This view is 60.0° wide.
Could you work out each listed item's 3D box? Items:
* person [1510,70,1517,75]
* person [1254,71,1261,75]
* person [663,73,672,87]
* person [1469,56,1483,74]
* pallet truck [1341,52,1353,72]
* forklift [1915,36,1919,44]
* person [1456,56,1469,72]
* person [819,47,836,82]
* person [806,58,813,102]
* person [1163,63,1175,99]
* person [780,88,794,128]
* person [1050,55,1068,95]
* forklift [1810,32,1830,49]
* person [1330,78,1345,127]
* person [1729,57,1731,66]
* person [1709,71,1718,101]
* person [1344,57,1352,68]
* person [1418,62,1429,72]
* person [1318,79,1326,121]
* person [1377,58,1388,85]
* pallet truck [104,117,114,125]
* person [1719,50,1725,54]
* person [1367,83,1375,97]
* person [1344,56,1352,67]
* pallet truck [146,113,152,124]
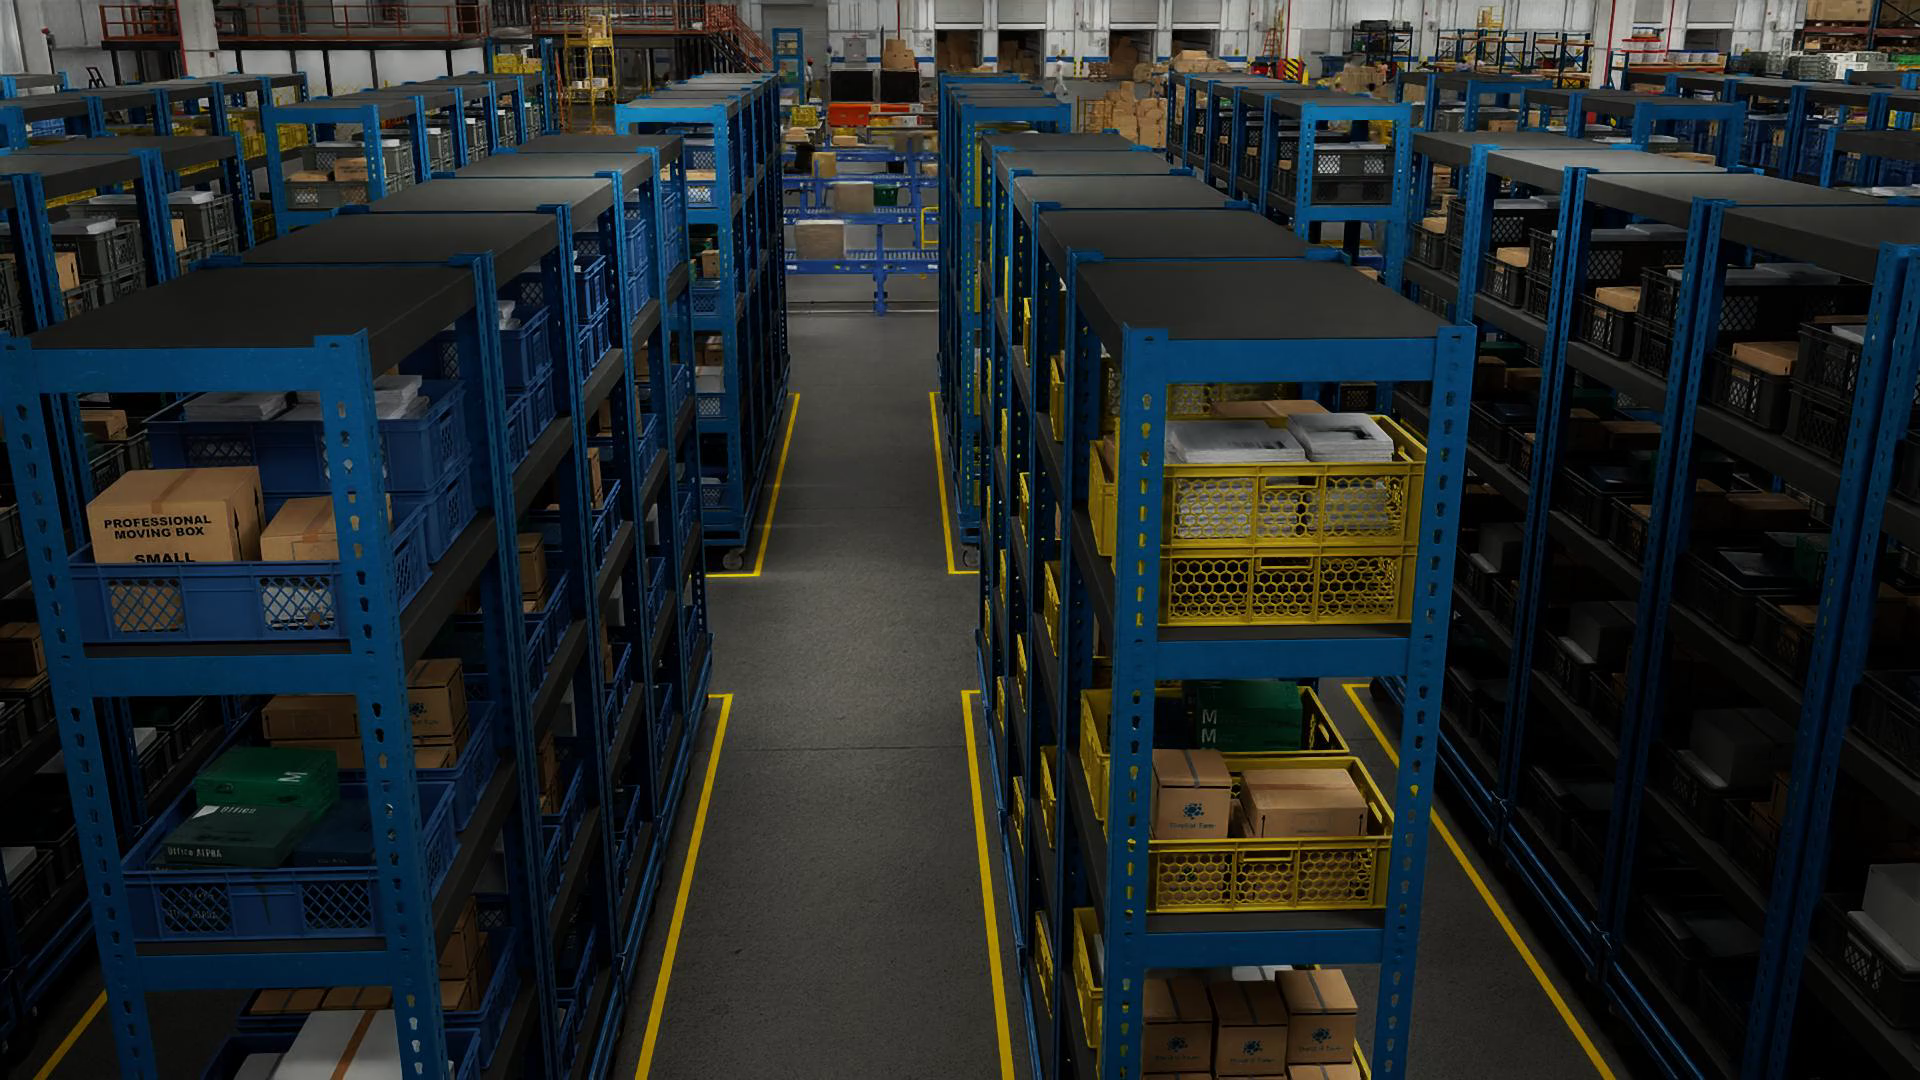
[{"bbox_3d":[20.476,-16.478,61.792,0.404,1.918,0.564,9,20,26],"label":"person"},{"bbox_3d":[10.560,-15.756,59.476,0.435,1.981,0.629,-11,21,-30],"label":"person"},{"bbox_3d":[-10.733,-16.299,61.399,1.005,1.836,0.581,0,18,-1],"label":"person"},{"bbox_3d":[25.360,-22.825,81.622,0.761,1.815,0.432,1,18,3],"label":"person"},{"bbox_3d":[18.794,-23.123,82.231,0.823,1.965,1.885,-13,22,-35],"label":"pallet truck"},{"bbox_3d":[50.200,-25.081,86.878,1.129,2.768,1.873,-10,20,-27],"label":"forklift"},{"bbox_3d":[23.879,-22.073,79.178,0.647,1.867,0.999,0,18,-1],"label":"person"},{"bbox_3d":[-7.509,-26.904,94.114,1.017,1.891,0.617,0,18,1],"label":"person"},{"bbox_3d":[-6.735,-20.640,74.648,0.376,1.932,0.551,-4,18,-12],"label":"person"},{"bbox_3d":[8.287,-17.716,65.431,0.683,2.000,0.536,-2,18,-7],"label":"person"},{"bbox_3d":[-5.849,-14.855,56.582,0.502,2.030,0.620,11,21,30],"label":"person"},{"bbox_3d":[4.802,-22.399,80.180,0.919,1.898,0.685,4,18,12],"label":"person"},{"bbox_3d":[45.954,-25.830,89.194,1.129,2.768,1.873,-1,18,-2],"label":"forklift"},{"bbox_3d":[13.523,-15.657,59.564,0.532,1.725,0.883,10,20,28],"label":"person"},{"bbox_3d":[37.464,-22.713,81.230,0.501,1.839,0.341,6,19,18],"label":"person"},{"bbox_3d":[29.060,-17.353,64.486,0.613,1.921,0.759,9,20,26],"label":"person"},{"bbox_3d":[18.025,-21.593,77.662,0.978,1.906,0.642,7,19,20],"label":"person"},{"bbox_3d":[20.183,-19.866,72.406,0.629,1.851,0.327,9,20,25],"label":"person"},{"bbox_3d":[12.338,-14.917,57.163,0.470,1.793,0.611,-17,25,-42],"label":"person"},{"bbox_3d":[20.763,-22.832,81.826,0.530,1.688,0.324,-3,18,-9],"label":"person"},{"bbox_3d":[-18.367,-7.885,35.078,1.885,1.965,0.823,1,18,2],"label":"pallet truck"},{"bbox_3d":[40.572,-25.261,89.029,0.548,1.899,0.952,-9,20,-27],"label":"person"},{"bbox_3d":[14.047,-14.915,57.360,0.543,1.672,0.522,2,18,7],"label":"person"},{"bbox_3d":[19.565,-23.662,84.356,0.491,1.716,0.768,-4,18,-13],"label":"person"},{"bbox_3d":[-18.087,-8.309,36.390,1.885,1.965,0.823,-1,18,-4],"label":"pallet truck"}]
